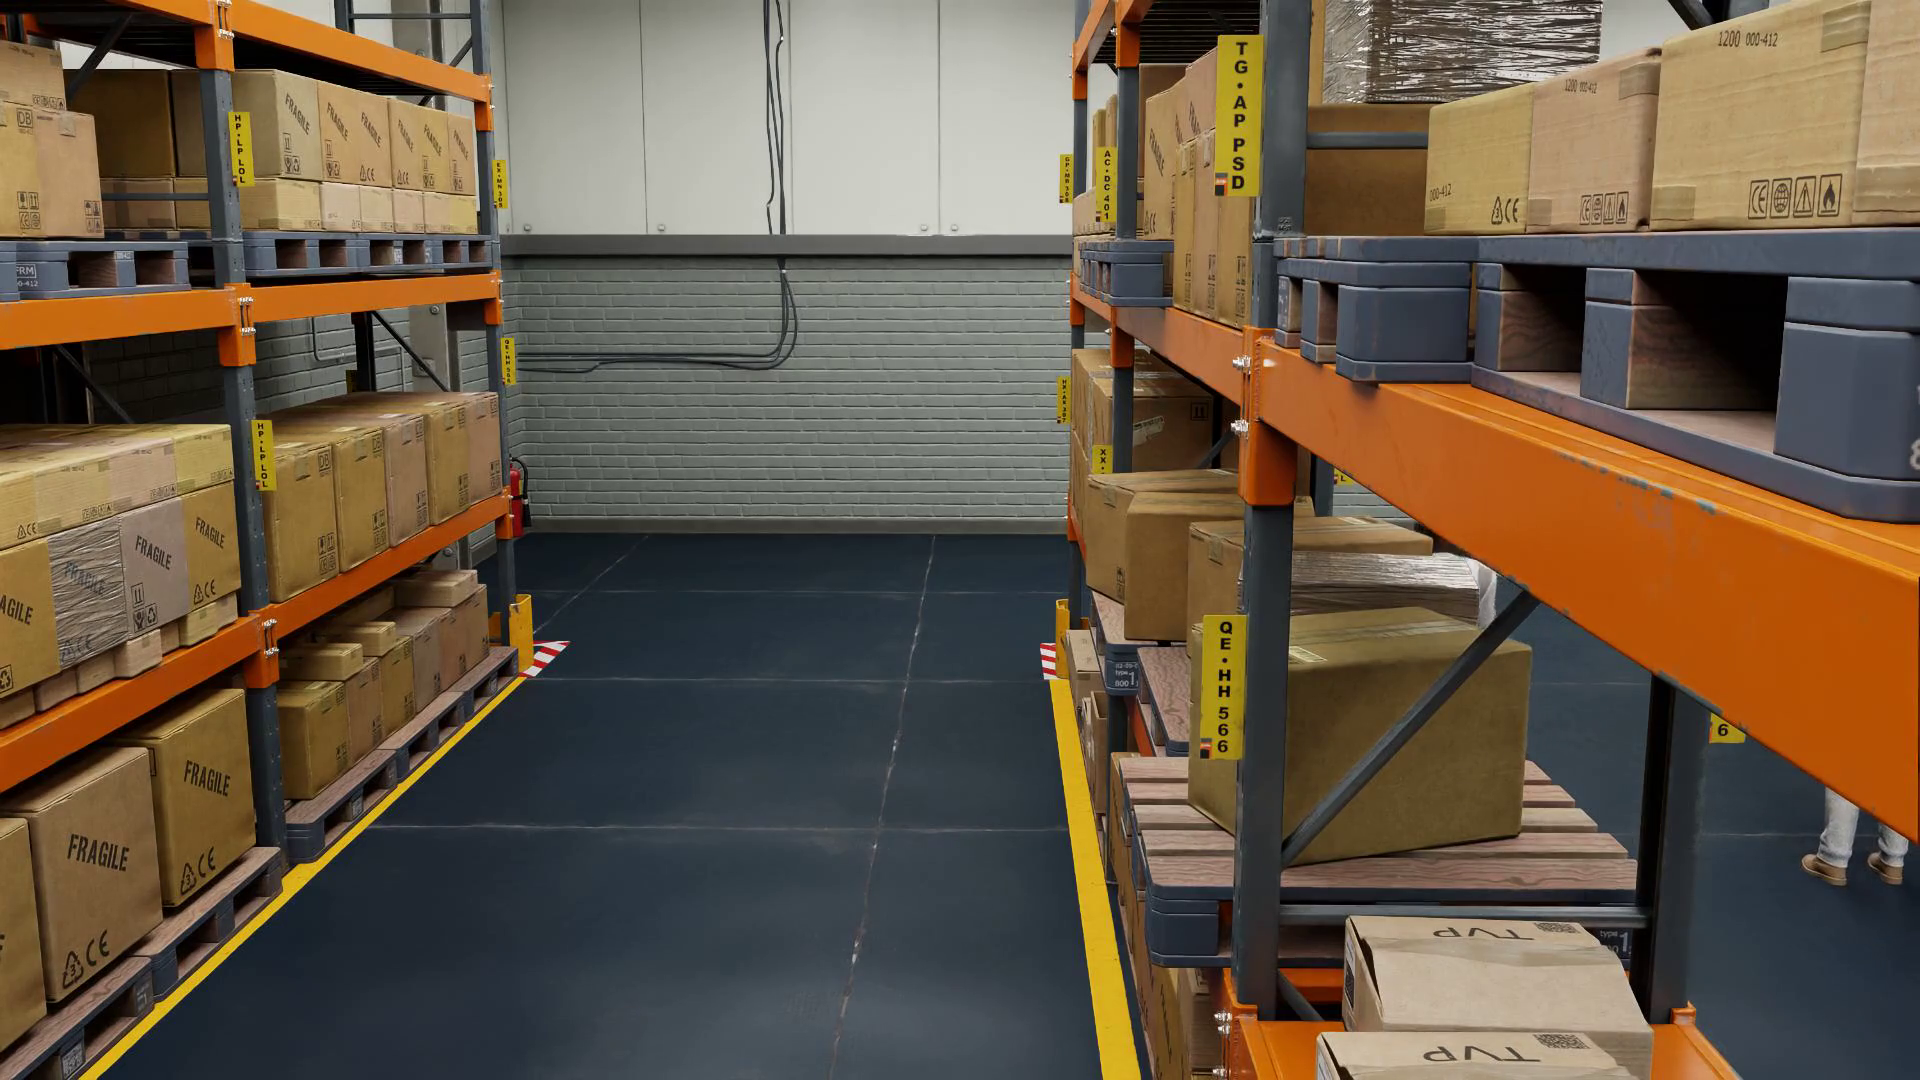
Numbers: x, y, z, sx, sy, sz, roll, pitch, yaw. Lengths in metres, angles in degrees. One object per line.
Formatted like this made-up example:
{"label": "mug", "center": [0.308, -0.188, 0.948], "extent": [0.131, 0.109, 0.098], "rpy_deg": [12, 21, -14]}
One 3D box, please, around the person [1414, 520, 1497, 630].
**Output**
{"label": "person", "center": [2.273, 0.685, 8.104], "extent": [0.612, 1.842, 0.934], "rpy_deg": [-1, 10, -3]}

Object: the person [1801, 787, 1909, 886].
{"label": "person", "center": [4.301, 0.730, 7.882], "extent": [0.625, 1.840, 0.430], "rpy_deg": [0, 10, 1]}
